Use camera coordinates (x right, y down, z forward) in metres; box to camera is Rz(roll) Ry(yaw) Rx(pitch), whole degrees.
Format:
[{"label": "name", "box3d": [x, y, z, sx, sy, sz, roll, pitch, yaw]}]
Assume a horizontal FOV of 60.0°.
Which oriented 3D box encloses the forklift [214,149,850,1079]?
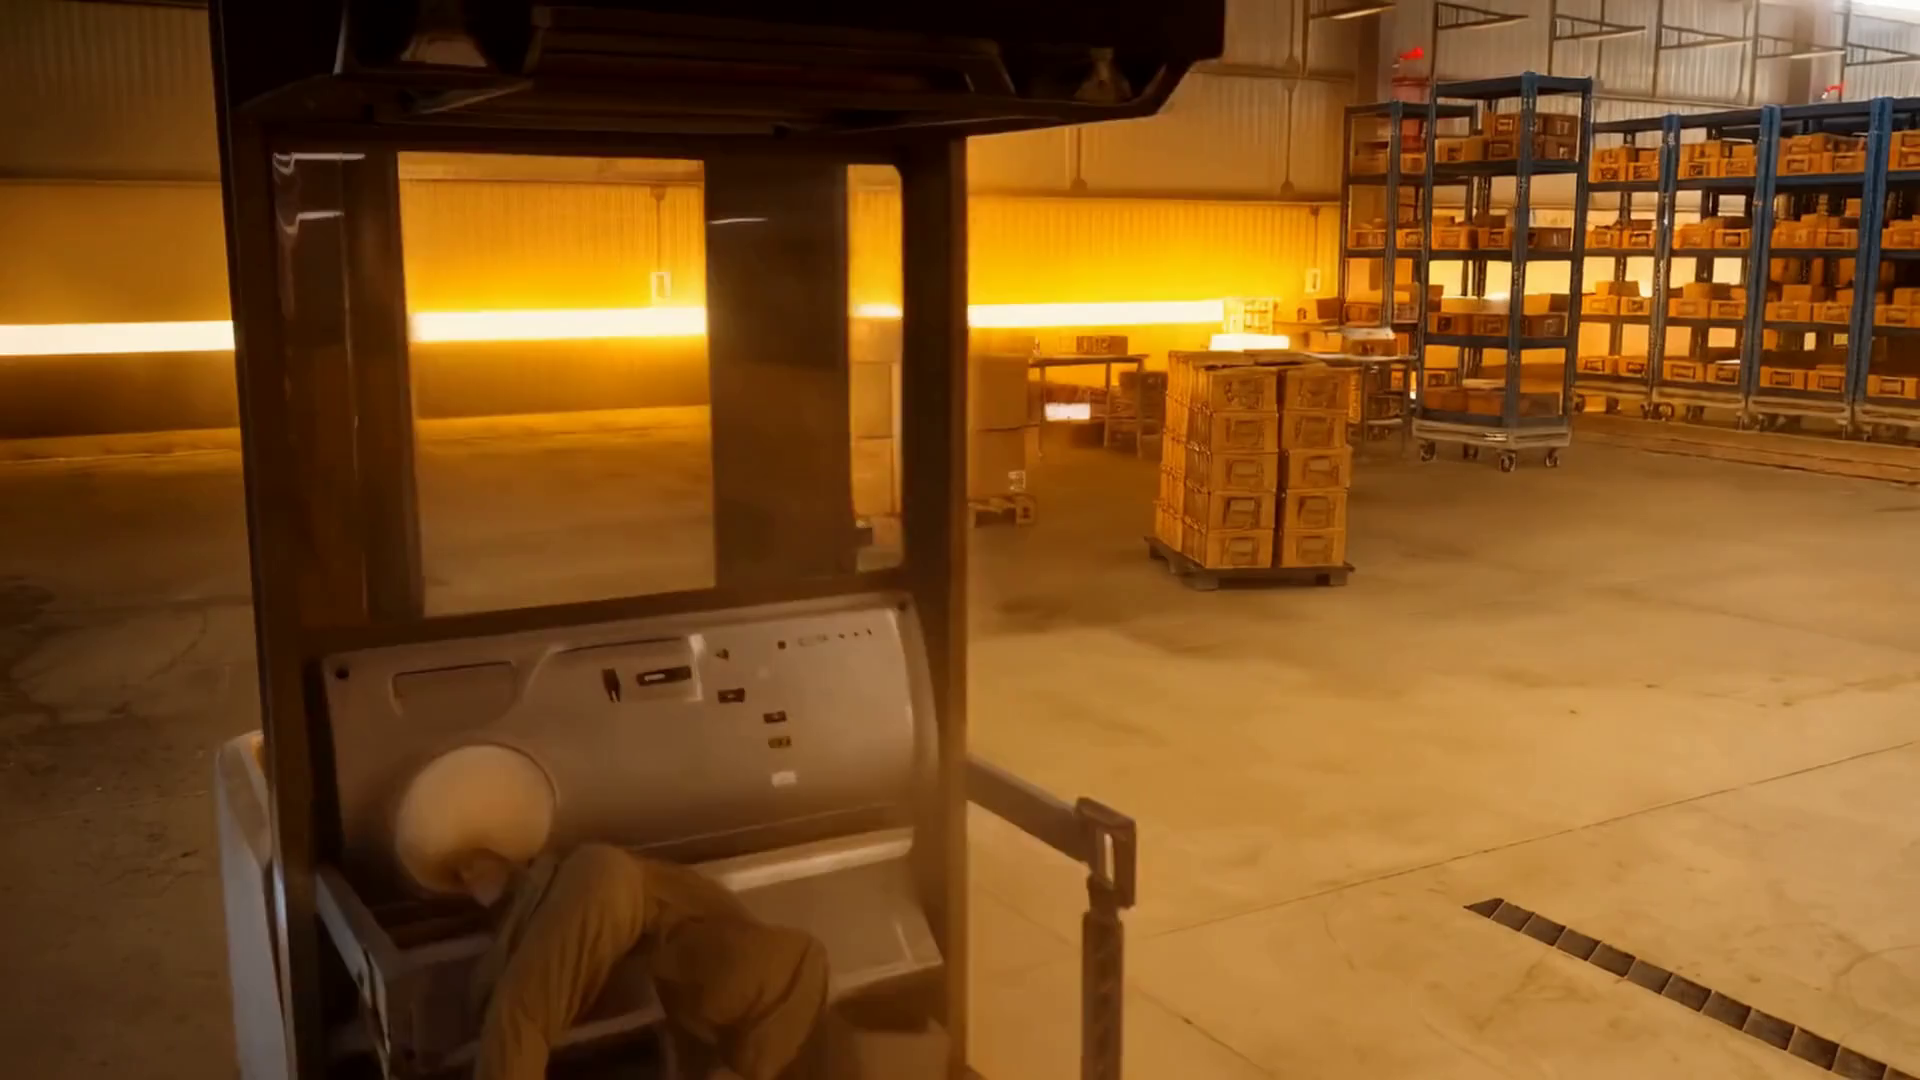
[{"label": "forklift", "box3d": [-0.645, 0.150, 2.821, 1.129, 2.768, 1.873, -6, 12, -30]}]
